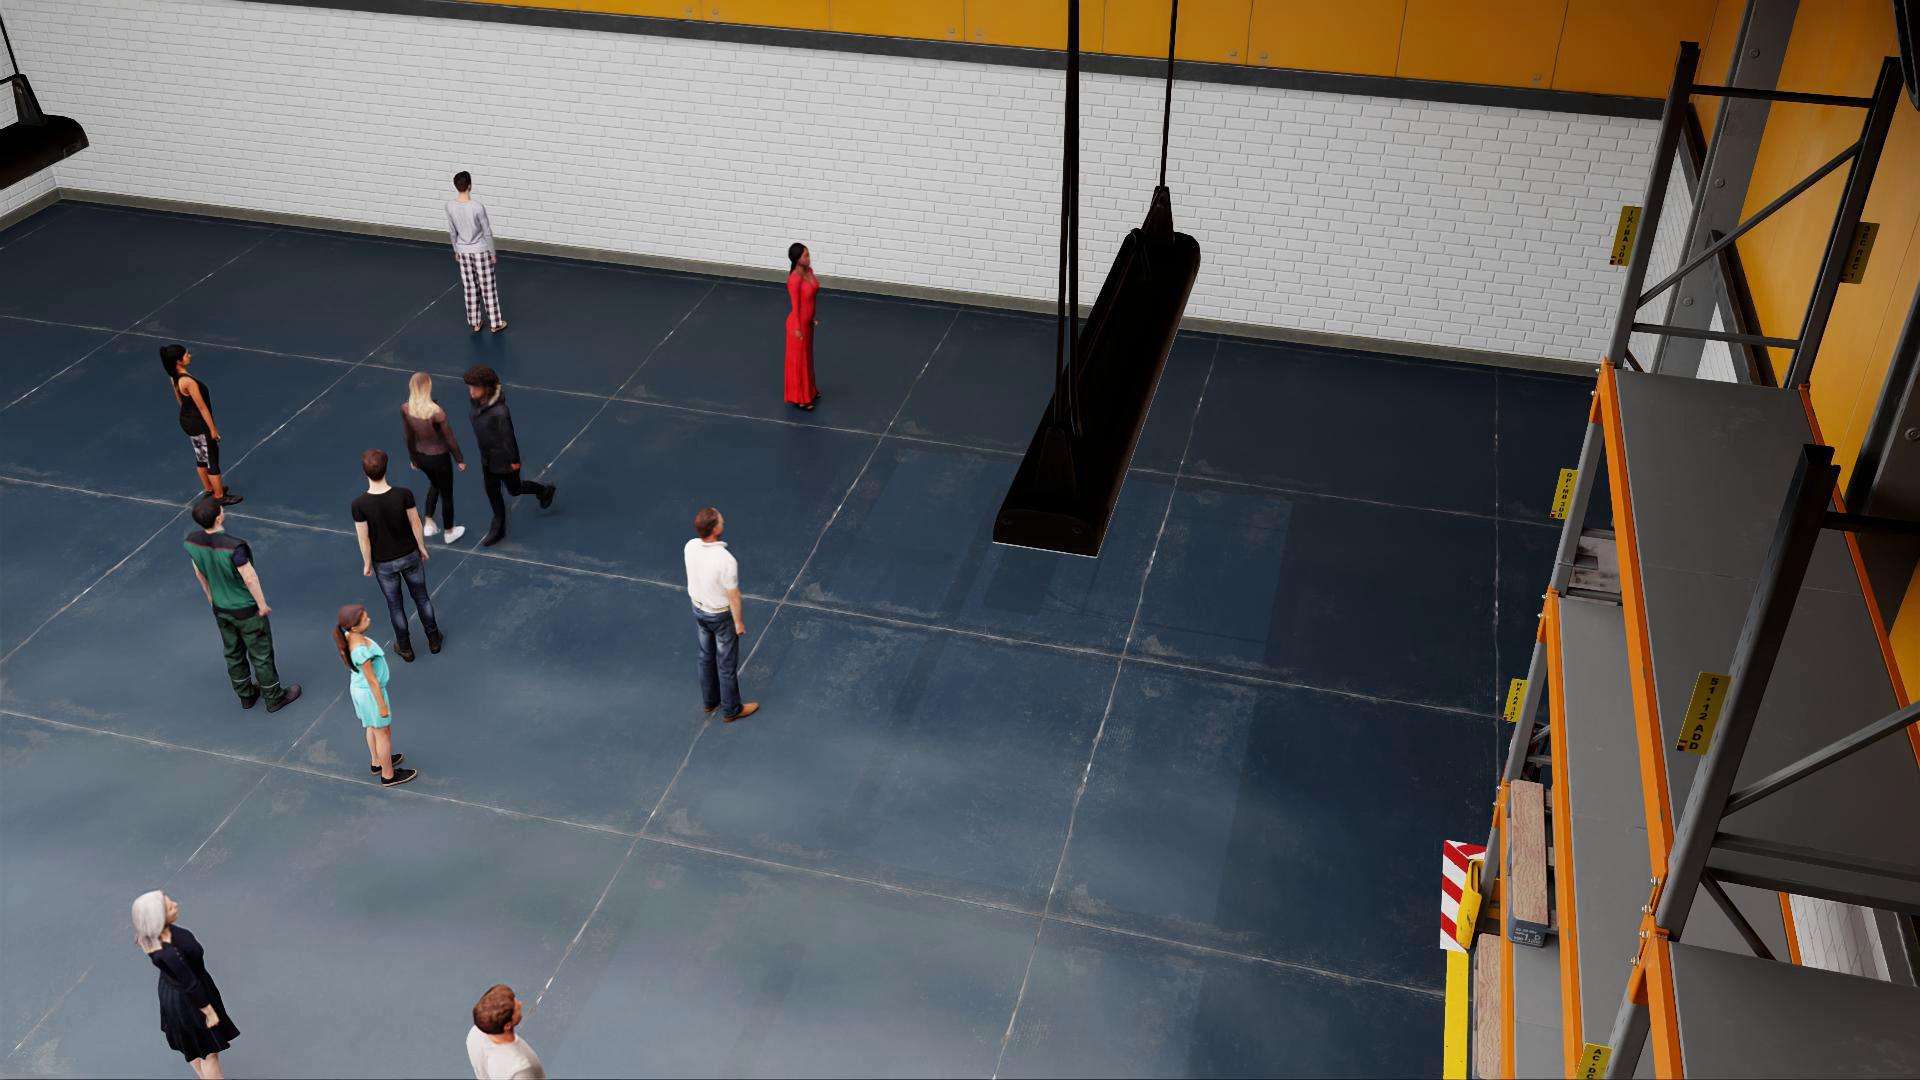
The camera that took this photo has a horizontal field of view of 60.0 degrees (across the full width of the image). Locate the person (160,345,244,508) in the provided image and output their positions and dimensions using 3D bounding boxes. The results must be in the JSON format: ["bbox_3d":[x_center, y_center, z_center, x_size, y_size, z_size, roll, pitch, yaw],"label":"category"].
[{"bbox_3d":[-7.043,-1.073,15.367,0.649,1.660,0.644,25,41,33],"label":"person"}]

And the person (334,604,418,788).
[{"bbox_3d":[-4.314,1.113,12.171,0.680,1.558,0.637,-23,40,-31],"label":"person"}]

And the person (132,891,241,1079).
[{"bbox_3d":[-4.459,2.680,9.643,0.691,1.747,0.712,28,43,35],"label":"person"}]

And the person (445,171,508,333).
[{"bbox_3d":[-5.362,-3.174,18.358,0.653,1.847,0.566,4,34,6],"label":"person"}]

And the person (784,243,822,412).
[{"bbox_3d":[-1.611,-2.186,16.929,0.698,1.784,0.557,10,35,15],"label":"person"}]

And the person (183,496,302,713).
[{"bbox_3d":[-5.566,0.493,12.795,0.672,1.901,0.563,10,35,14],"label":"person"}]

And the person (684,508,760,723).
[{"bbox_3d":[-1.886,0.566,12.726,0.741,1.855,0.729,26,41,33],"label":"person"}]

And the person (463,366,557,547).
[{"bbox_3d":[-4.068,-0.807,14.885,0.857,1.750,1.142,20,39,28],"label":"person"}]

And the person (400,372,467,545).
[{"bbox_3d":[-4.701,-0.668,14.726,0.653,1.695,0.637,13,36,18],"label":"person"}]

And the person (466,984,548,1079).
[{"bbox_3d":[-2.348,3.086,8.888,0.753,1.905,0.742,26,42,33],"label":"person"}]

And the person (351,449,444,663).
[{"bbox_3d":[-4.521,0.135,13.337,0.751,1.896,0.796,-16,37,-22],"label":"person"}]
